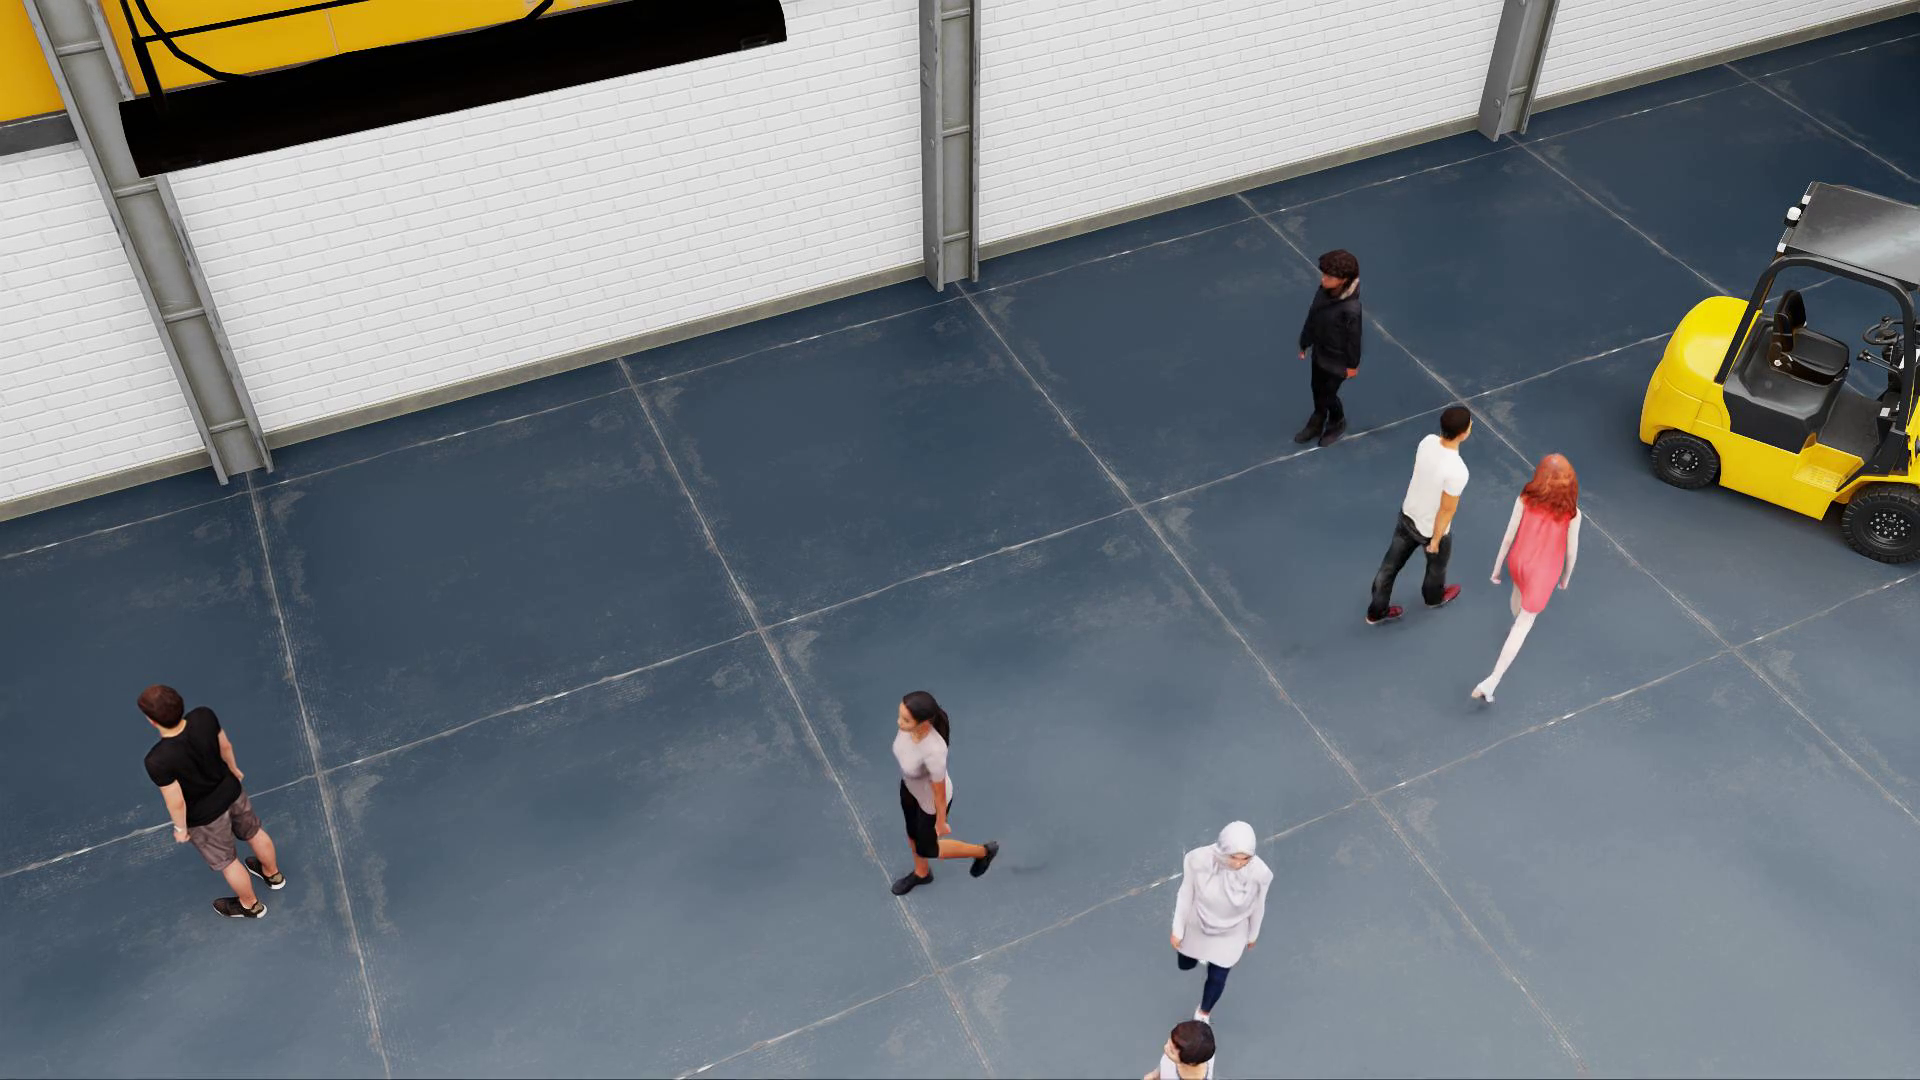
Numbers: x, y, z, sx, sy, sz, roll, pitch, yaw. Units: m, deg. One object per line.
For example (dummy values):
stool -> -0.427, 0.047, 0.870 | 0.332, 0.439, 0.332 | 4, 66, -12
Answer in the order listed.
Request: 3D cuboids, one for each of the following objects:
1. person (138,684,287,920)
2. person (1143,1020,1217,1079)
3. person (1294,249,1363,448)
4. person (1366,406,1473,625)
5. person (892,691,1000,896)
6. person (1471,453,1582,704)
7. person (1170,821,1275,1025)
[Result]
person -> -4.209, 1.465, 9.340 | 0.826, 1.862, 0.763 | 15, 46, 15
person -> 1.192, 2.810, 8.175 | 1.084, 1.522, 0.928 | 6, 44, 7
person -> 2.851, -1.434, 12.461 | 0.687, 1.754, 0.688 | -20, 47, -20
person -> 3.011, -0.099, 11.048 | 0.955, 1.770, 0.657 | -17, 46, -17
person -> -0.113, 1.433, 9.466 | 0.860, 1.734, 0.624 | -16, 46, -16
person -> 3.618, 0.282, 10.643 | 0.979, 1.777, 1.240 | 29, 51, 27
person -> 1.359, 1.996, 8.852 | 0.942, 1.766, 0.991 | 14, 45, 14
